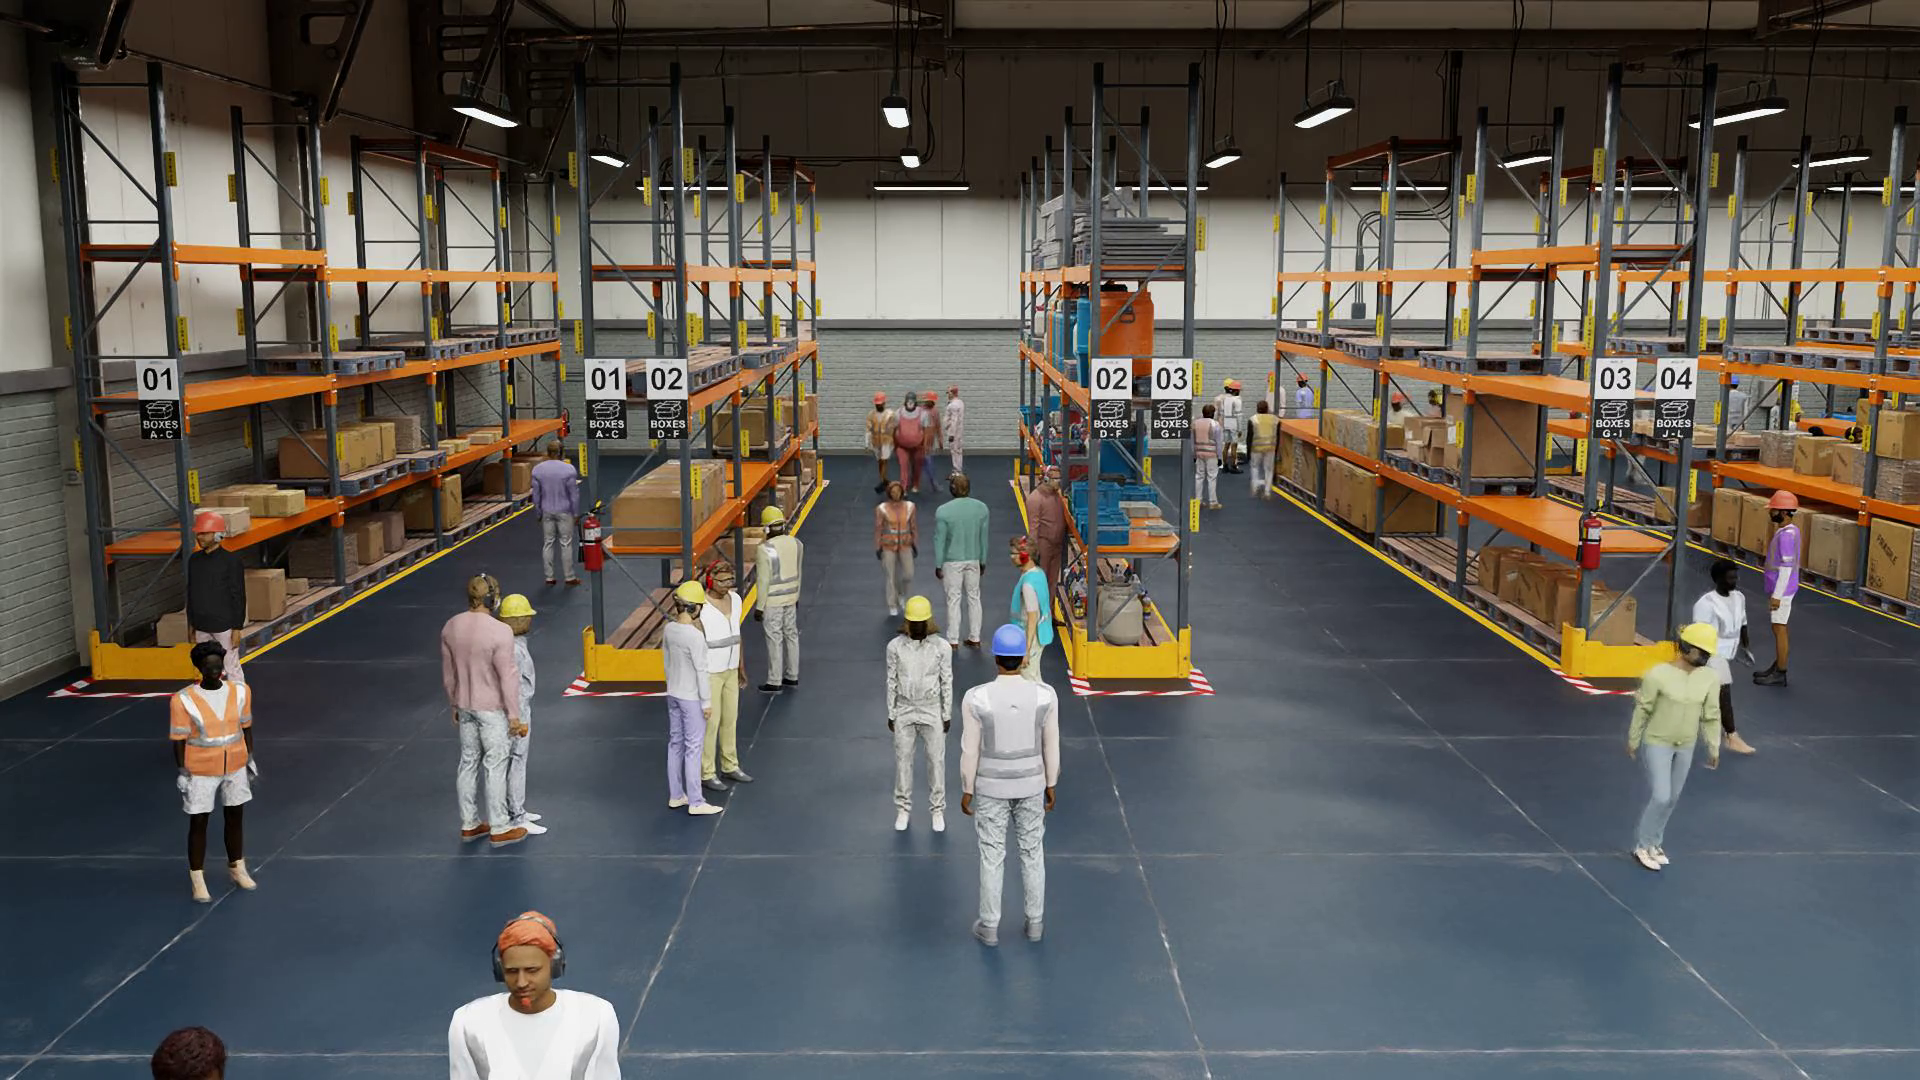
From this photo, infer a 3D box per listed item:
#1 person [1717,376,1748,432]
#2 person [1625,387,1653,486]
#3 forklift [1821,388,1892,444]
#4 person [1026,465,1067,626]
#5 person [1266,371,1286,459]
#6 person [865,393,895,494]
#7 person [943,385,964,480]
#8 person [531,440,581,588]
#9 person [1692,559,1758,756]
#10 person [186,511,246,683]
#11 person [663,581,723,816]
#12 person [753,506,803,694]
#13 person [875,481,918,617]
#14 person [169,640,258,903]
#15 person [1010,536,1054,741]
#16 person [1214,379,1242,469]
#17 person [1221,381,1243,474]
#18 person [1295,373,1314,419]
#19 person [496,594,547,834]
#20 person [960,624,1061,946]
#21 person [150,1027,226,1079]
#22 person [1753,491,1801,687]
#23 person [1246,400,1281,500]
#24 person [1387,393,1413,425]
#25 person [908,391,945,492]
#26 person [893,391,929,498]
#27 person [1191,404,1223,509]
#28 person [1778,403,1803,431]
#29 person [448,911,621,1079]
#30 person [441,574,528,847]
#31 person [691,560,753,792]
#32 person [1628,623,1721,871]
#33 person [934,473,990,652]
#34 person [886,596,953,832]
[{"bbox_3d":[16.630,-2.549,35.839,0.615,1.945,0.404,0,9,2],"label":"person"},{"bbox_3d":[13.339,-2.028,32.549,0.435,1.934,0.622,0,9,3],"label":"person"},{"bbox_3d":[20.072,-3.110,36.462,1.873,2.768,1.129,0,9,0],"label":"forklift"},{"bbox_3d":[1.015,0.087,19.061,0.400,1.900,0.648,6,11,34],"label":"person"},{"bbox_3d":[7.027,-2.789,37.264,0.391,1.986,0.609,-5,10,-28],"label":"person"},{"bbox_3d":[-1.506,-1.829,31.432,0.568,1.880,1.011,2,9,13],"label":"person"},{"bbox_3d":[-0.135,-2.158,33.468,0.399,1.905,0.643,2,9,11],"label":"person"},{"bbox_3d":[-5.246,-0.337,21.658,0.627,1.934,0.371,1,9,9],"label":"person"},{"bbox_3d":[6.481,0.958,14.265,0.527,1.642,0.914,-5,10,-32],"label":"person"},{"bbox_3d":[-6.510,0.738,14.538,0.611,1.997,0.375,3,9,20],"label":"person"},{"bbox_3d":[-2.020,1.180,12.459,0.321,1.761,0.522,-8,12,-41],"label":"person"},{"bbox_3d":[-1.777,0.580,16.110,0.403,1.823,0.586,7,11,36],"label":"person"},{"bbox_3d":[-0.753,0.105,19.770,0.538,1.631,0.376,-2,9,-15],"label":"person"},{"bbox_3d":[-4.809,1.476,10.753,0.317,1.695,0.540,8,12,43],"label":"person"},{"bbox_3d":[0.606,0.879,14.124,0.375,1.840,0.570,1,9,7],"label":"person"},{"bbox_3d":[5.694,-2.463,35.345,0.584,1.929,0.371,2,9,11],"label":"person"},{"bbox_3d":[5.674,-2.342,34.548,0.373,1.933,0.550,-5,10,-31],"label":"person"},{"bbox_3d":[7.711,-2.792,37.471,0.546,1.928,0.382,-8,12,-41],"label":"person"},{"bbox_3d":[-3.194,1.251,12.048,0.289,1.746,0.487,-3,9,-20],"label":"person"},{"bbox_3d":[0.299,1.468,9.996,0.615,1.947,0.388,-2,9,-12],"label":"person"},{"bbox_3d":[-2.179,2.295,4.789,0.596,1.915,0.379,-6,11,-33],"label":"person"},{"bbox_3d":[8.069,0.478,16.402,0.356,1.938,0.543,5,10,27],"label":"person"},{"bbox_3d":[5.546,-1.657,30.533,0.660,1.818,0.679,-1,9,-4],"label":"person"},{"bbox_3d":[7.971,-1.728,30.596,1.000,1.929,0.644,-7,11,-39],"label":"person"},{"bbox_3d":[-0.662,-1.914,31.885,0.627,1.921,1.107,-8,12,-43],"label":"person"},{"bbox_3d":[-0.909,-1.834,30.941,0.677,2.000,1.025,0,9,1],"label":"person"},{"bbox_3d":[4.351,-1.461,29.186,0.625,1.844,0.429,8,12,41],"label":"person"},{"bbox_3d":[14.785,-1.530,29.646,0.404,1.834,0.591,1,9,9],"label":"person"},{"bbox_3d":[-1.436,2.176,5.653,0.576,1.883,0.354,-2,9,-11],"label":"person"},{"bbox_3d":[-3.368,1.198,11.766,0.633,1.938,0.356,5,10,28],"label":"person"},{"bbox_3d":[-1.911,1.052,13.060,0.402,1.831,0.571,5,10,31],"label":"person"},{"bbox_3d":[4.818,1.382,11.242,0.540,1.725,0.561,-1,9,-8],"label":"person"},{"bbox_3d":[0.019,0.241,17.944,0.626,1.934,0.373,-4,10,-24],"label":"person"},{"bbox_3d":[-0.297,1.255,12.049,0.485,1.737,0.322,1,9,5],"label":"person"}]
